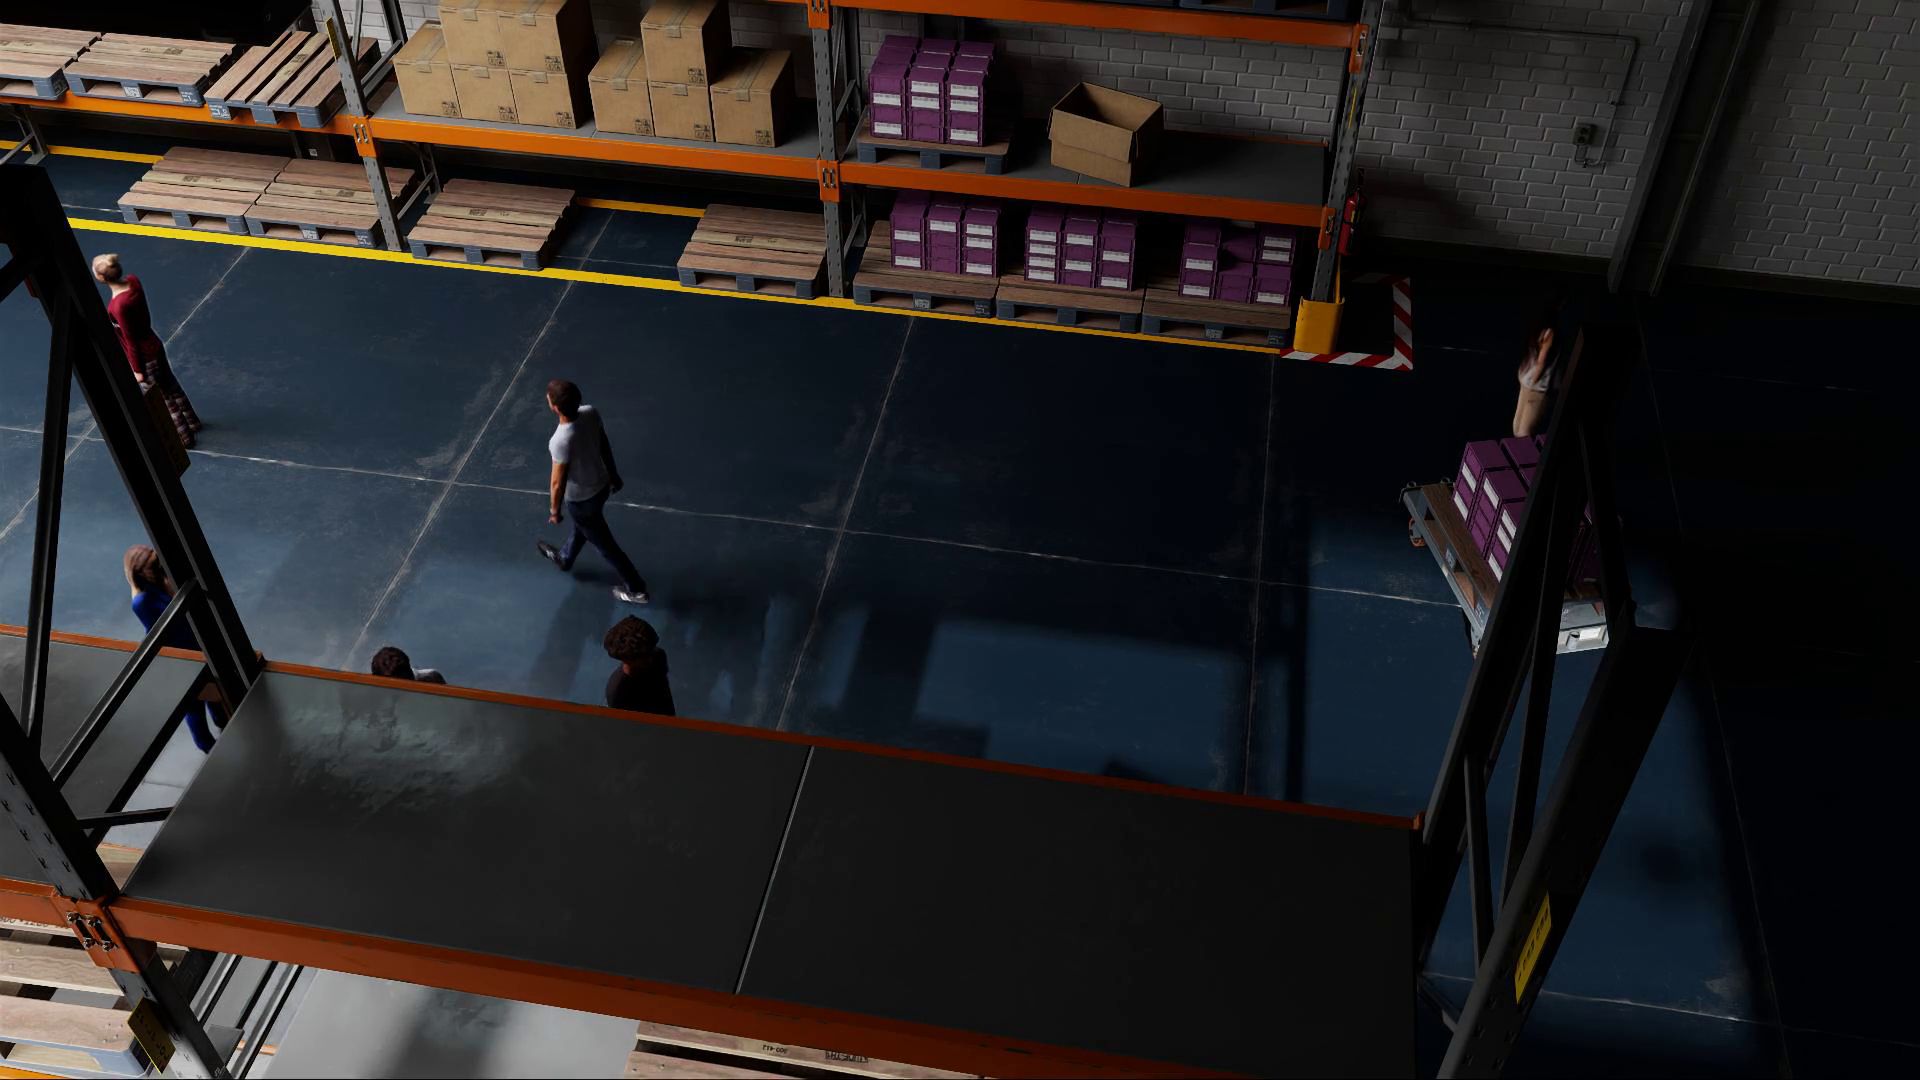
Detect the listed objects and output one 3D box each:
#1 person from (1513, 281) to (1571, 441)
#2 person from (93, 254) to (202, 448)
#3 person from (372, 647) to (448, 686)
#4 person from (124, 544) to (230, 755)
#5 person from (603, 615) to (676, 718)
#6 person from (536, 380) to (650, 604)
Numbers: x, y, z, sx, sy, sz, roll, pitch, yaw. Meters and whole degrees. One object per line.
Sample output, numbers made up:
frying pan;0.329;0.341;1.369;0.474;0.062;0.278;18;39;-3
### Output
person;4.166;-1.157;12.022;0.687;1.648;0.563;4;44;4
person;-6.002;-1.395;12.233;0.620;1.701;0.681;-6;44;-7
person;-3.065;1.221;9.355;1.313;1.885;0.901;18;47;18
person;-4.700;0.654;10.083;0.575;1.700;0.649;2;44;2
person;-1.870;1.080;9.608;1.197;1.739;0.911;22;48;22
person;-2.373;-0.269;10.960;1.187;1.827;0.796;14;45;14
